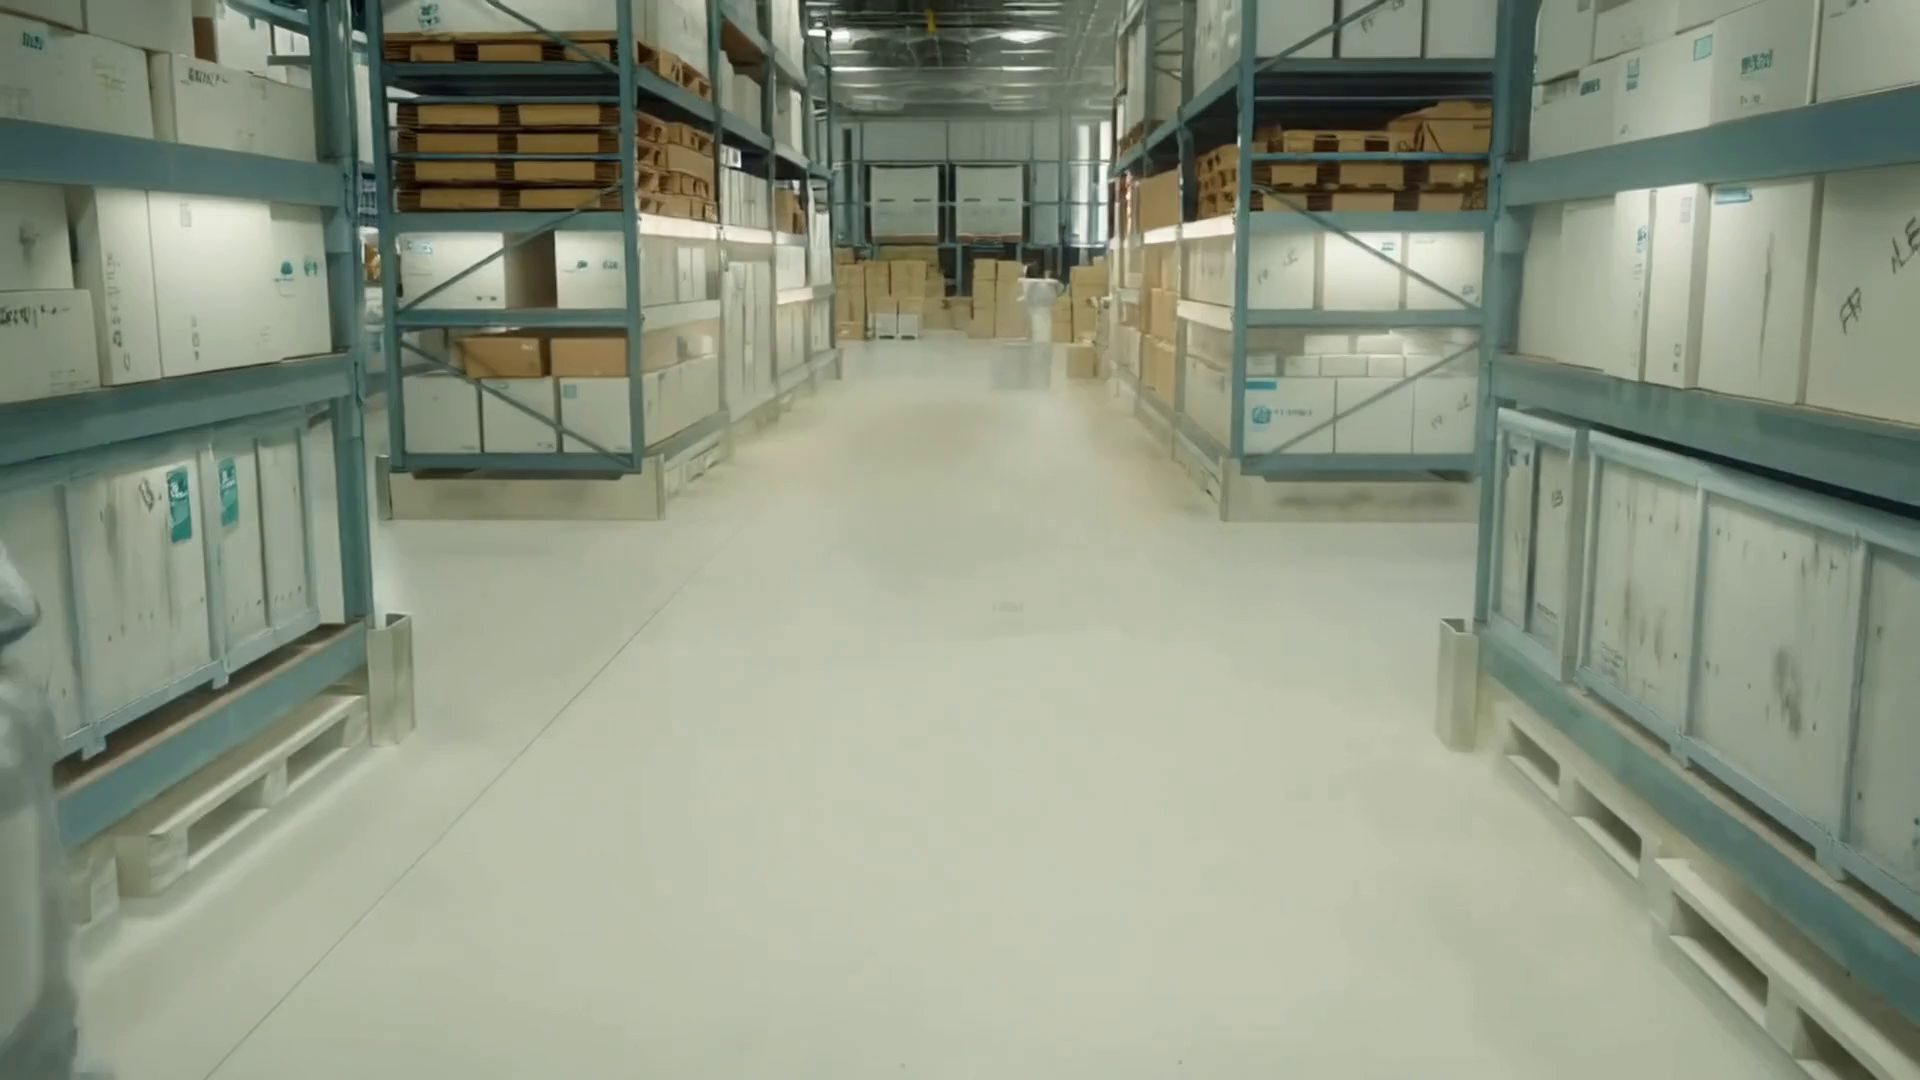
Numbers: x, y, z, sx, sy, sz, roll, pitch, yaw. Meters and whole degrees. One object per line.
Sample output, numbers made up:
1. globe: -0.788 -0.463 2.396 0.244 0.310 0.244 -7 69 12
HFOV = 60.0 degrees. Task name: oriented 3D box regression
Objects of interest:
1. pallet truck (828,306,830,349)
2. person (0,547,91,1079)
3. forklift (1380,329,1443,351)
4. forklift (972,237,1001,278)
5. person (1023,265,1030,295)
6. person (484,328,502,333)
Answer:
1. pallet truck: -3.100 -3.940 29.800 1.885 1.965 0.823 3 10 19
2. person: -1.604 0.764 2.764 0.317 1.616 0.586 -6 11 -31
3. forklift: 10.484 -5.708 37.752 1.873 2.768 1.129 6 11 34
4. forklift: 0.842 -8.321 53.406 1.129 2.768 1.873 0 9 1
5. person: 2.350 -8.937 59.919 0.372 1.938 0.630 1 9 4
6. person: -9.517 -4.548 33.526 0.784 1.970 0.631 5 11 29
